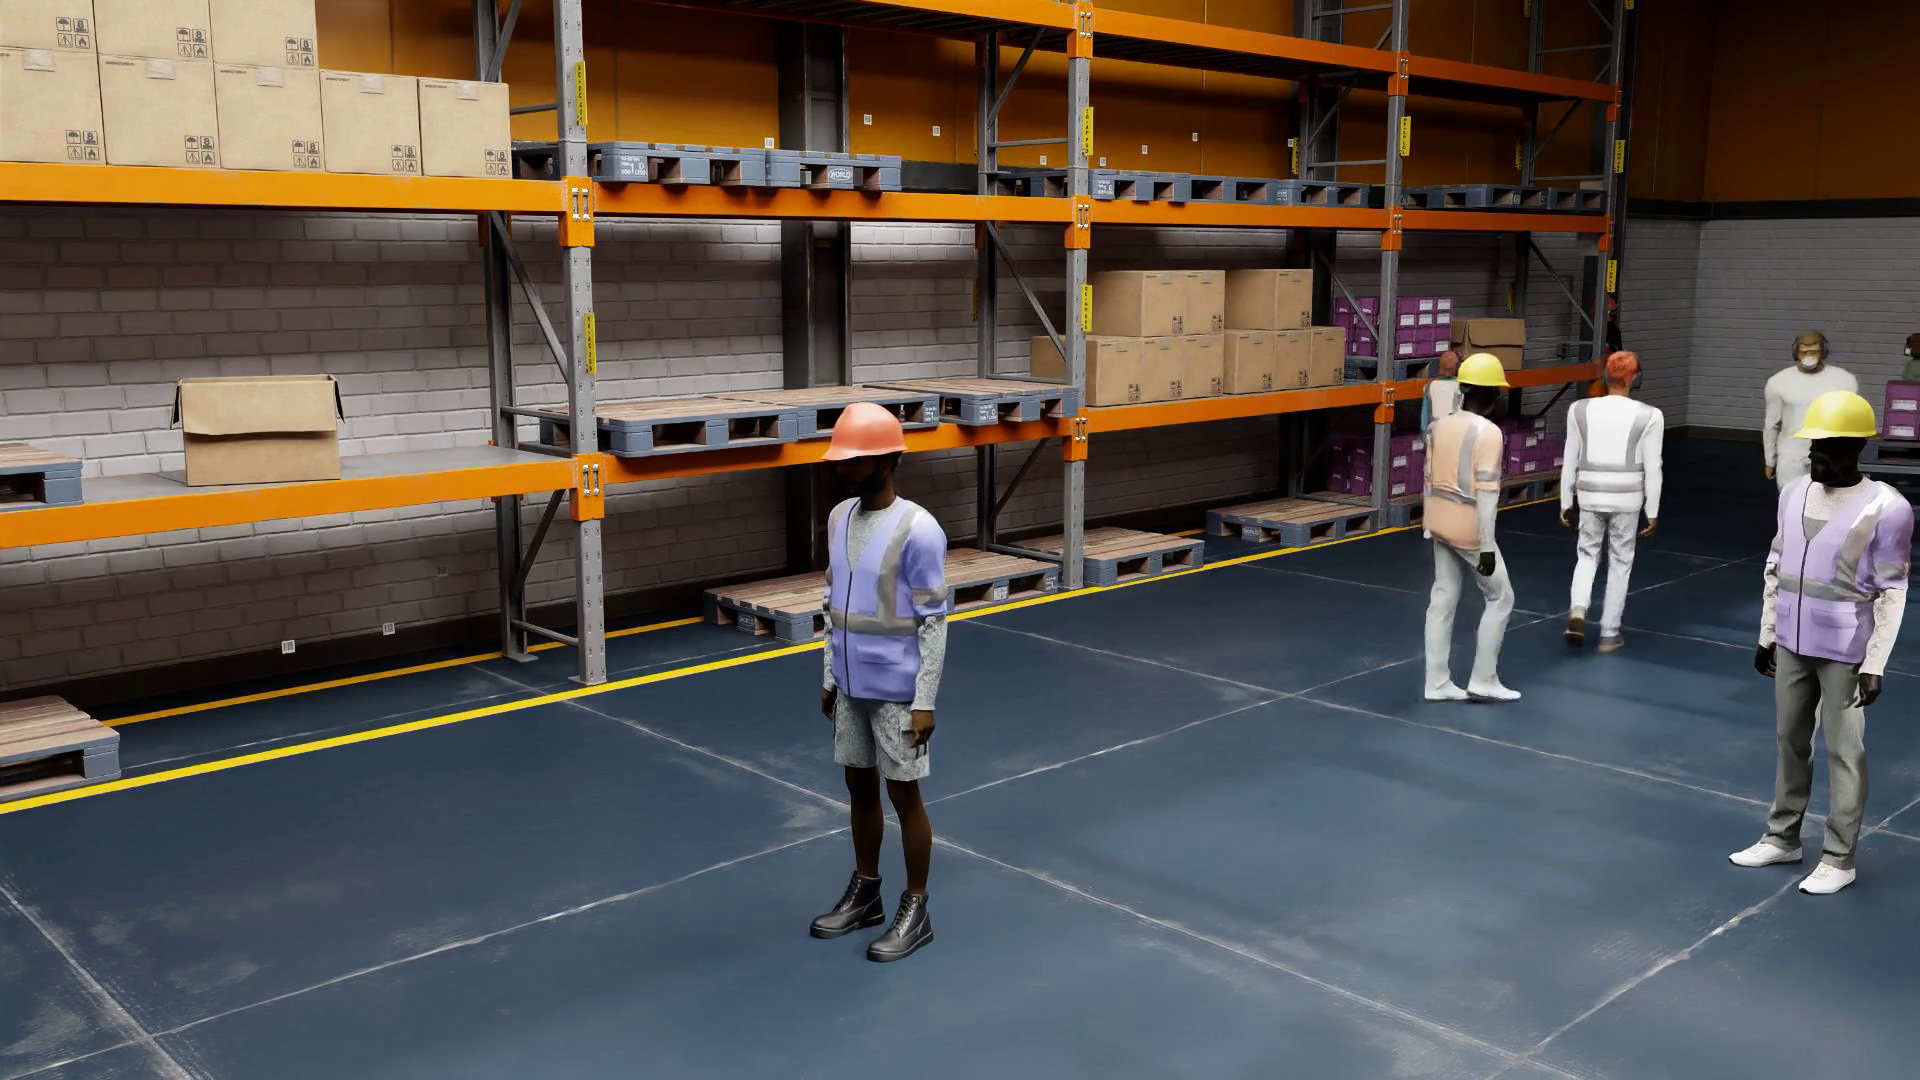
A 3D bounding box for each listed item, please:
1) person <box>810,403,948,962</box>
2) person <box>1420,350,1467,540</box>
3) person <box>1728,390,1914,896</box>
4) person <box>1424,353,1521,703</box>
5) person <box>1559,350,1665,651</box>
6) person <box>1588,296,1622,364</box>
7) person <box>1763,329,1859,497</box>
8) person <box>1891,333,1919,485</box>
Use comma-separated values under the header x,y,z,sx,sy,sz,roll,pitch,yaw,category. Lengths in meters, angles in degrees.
x,y,z,sx,sy,sz,roll,pitch,yaw,category
-0.302,0.490,5.773,0.553,1.935,0.362,10,14,44,person
4.141,-0.792,14.149,0.315,1.640,0.514,-8,13,-40,person
3.317,0.389,6.394,0.363,1.928,0.587,-4,10,-22,person
2.824,-0.052,9.009,0.650,1.908,0.612,-3,10,-17,person
3.950,-0.219,10.129,0.593,1.866,0.549,7,12,35,person
7.287,-1.774,18.869,0.382,1.993,0.609,5,11,28,person
6.338,-0.634,12.465,0.630,1.907,0.851,4,11,24,person
10.065,-1.374,17.610,0.368,1.619,0.506,1,10,4,person
